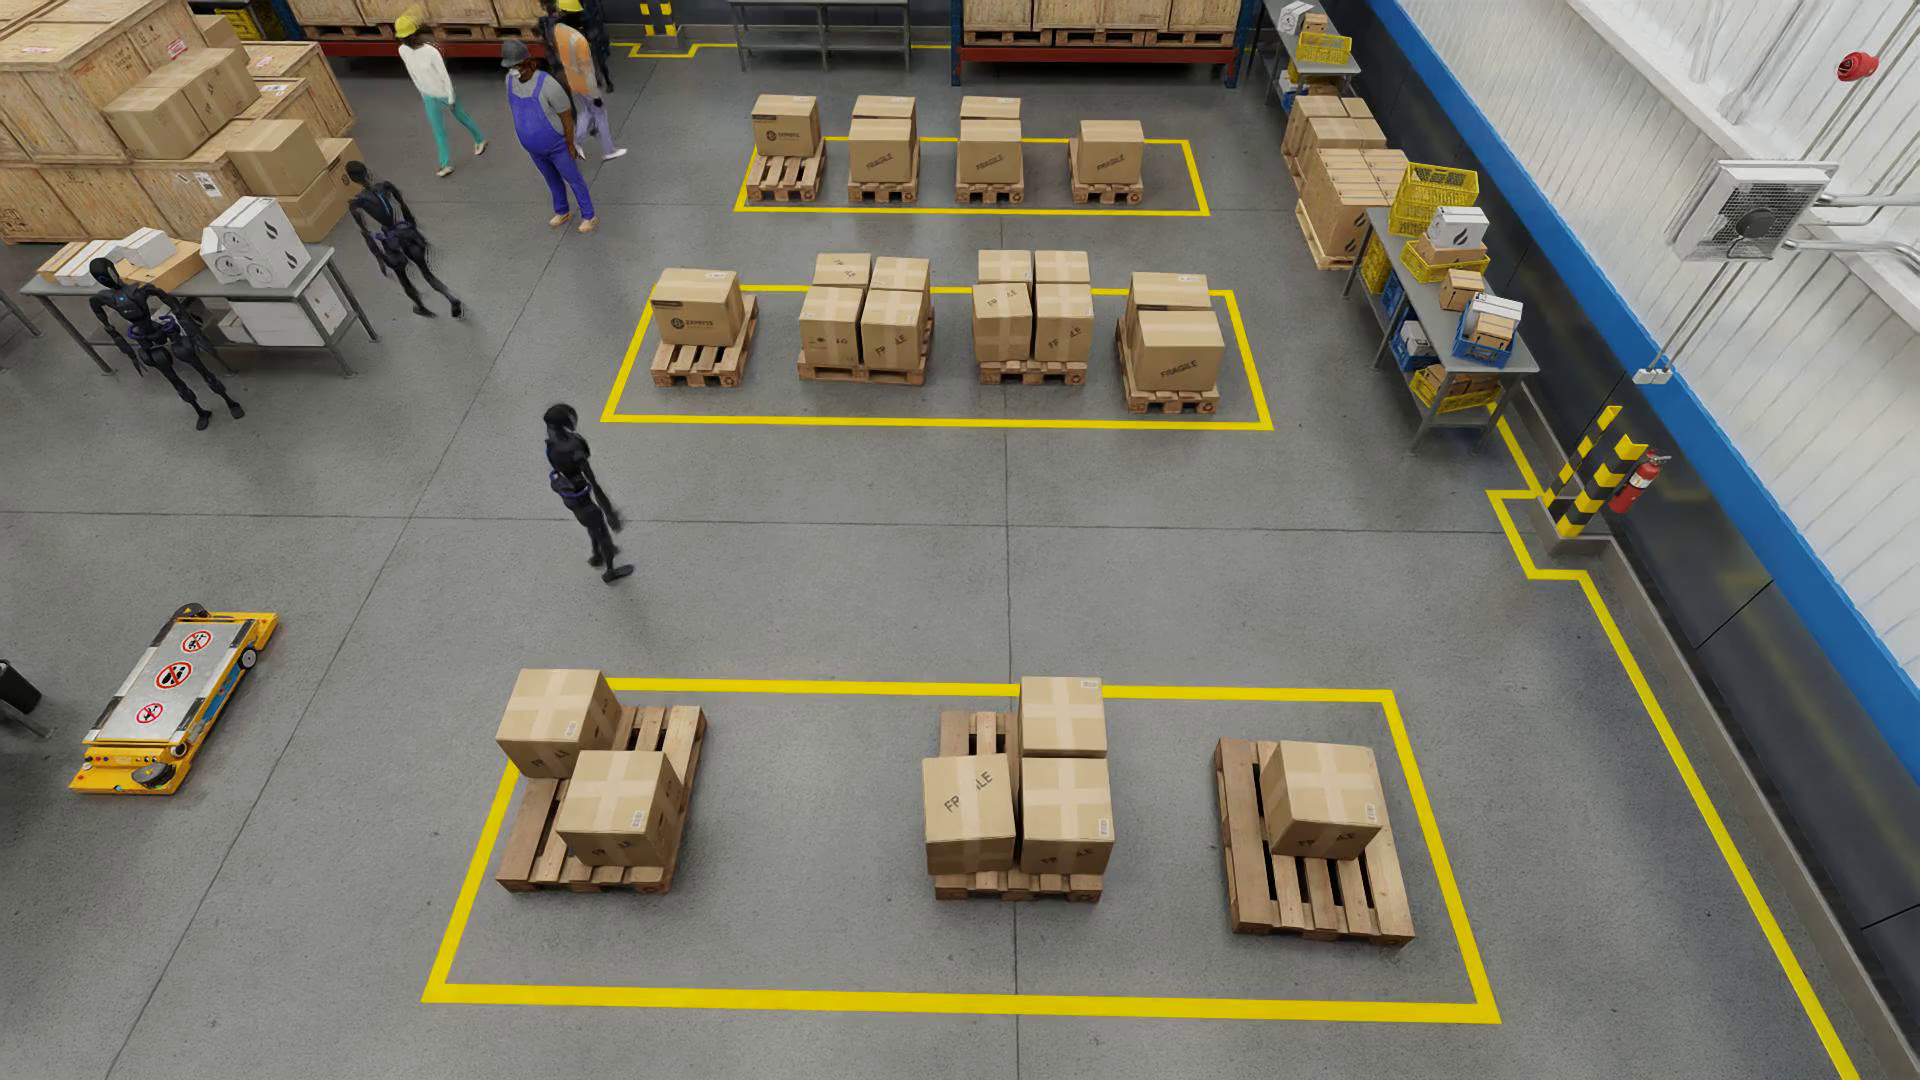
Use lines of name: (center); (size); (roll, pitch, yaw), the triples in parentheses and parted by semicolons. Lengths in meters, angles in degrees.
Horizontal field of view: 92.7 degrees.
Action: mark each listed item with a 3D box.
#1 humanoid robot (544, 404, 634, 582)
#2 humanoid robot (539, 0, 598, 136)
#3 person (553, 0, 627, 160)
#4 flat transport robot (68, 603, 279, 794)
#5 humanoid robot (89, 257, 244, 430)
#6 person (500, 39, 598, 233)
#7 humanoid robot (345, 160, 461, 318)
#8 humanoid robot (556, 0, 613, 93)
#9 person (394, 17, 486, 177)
humanoid robot: (-2.744, -0.320, 6.710); (0.368, 1.636, 0.621); (-33, 57, -25)
humanoid robot: (-4.887, -5.895, 11.440); (0.642, 1.651, 0.322); (21, 53, 17)
person: (-4.505, -5.400, 10.866); (0.615, 1.897, 0.625); (34, 58, 25)
flat transport robot: (-5.504, 1.072, 6.442); (0.652, 0.197, 1.431); (1, 50, 1)
humanoid robot: (-6.807, -1.665, 7.844); (0.593, 1.657, 0.327); (-24, 54, -19)
person: (-4.453, -4.286, 9.834); (0.687, 2.000, 0.536); (15, 51, 13)
humanoid robot: (-5.391, -2.854, 8.870); (0.568, 1.640, 0.576); (23, 54, 18)
humanoid robot: (-5.028, -6.828, 12.225); (0.634, 1.646, 0.368); (5, 50, 4)
person: (-6.231, -5.310, 10.909); (0.537, 1.709, 0.950); (5, 50, 4)
